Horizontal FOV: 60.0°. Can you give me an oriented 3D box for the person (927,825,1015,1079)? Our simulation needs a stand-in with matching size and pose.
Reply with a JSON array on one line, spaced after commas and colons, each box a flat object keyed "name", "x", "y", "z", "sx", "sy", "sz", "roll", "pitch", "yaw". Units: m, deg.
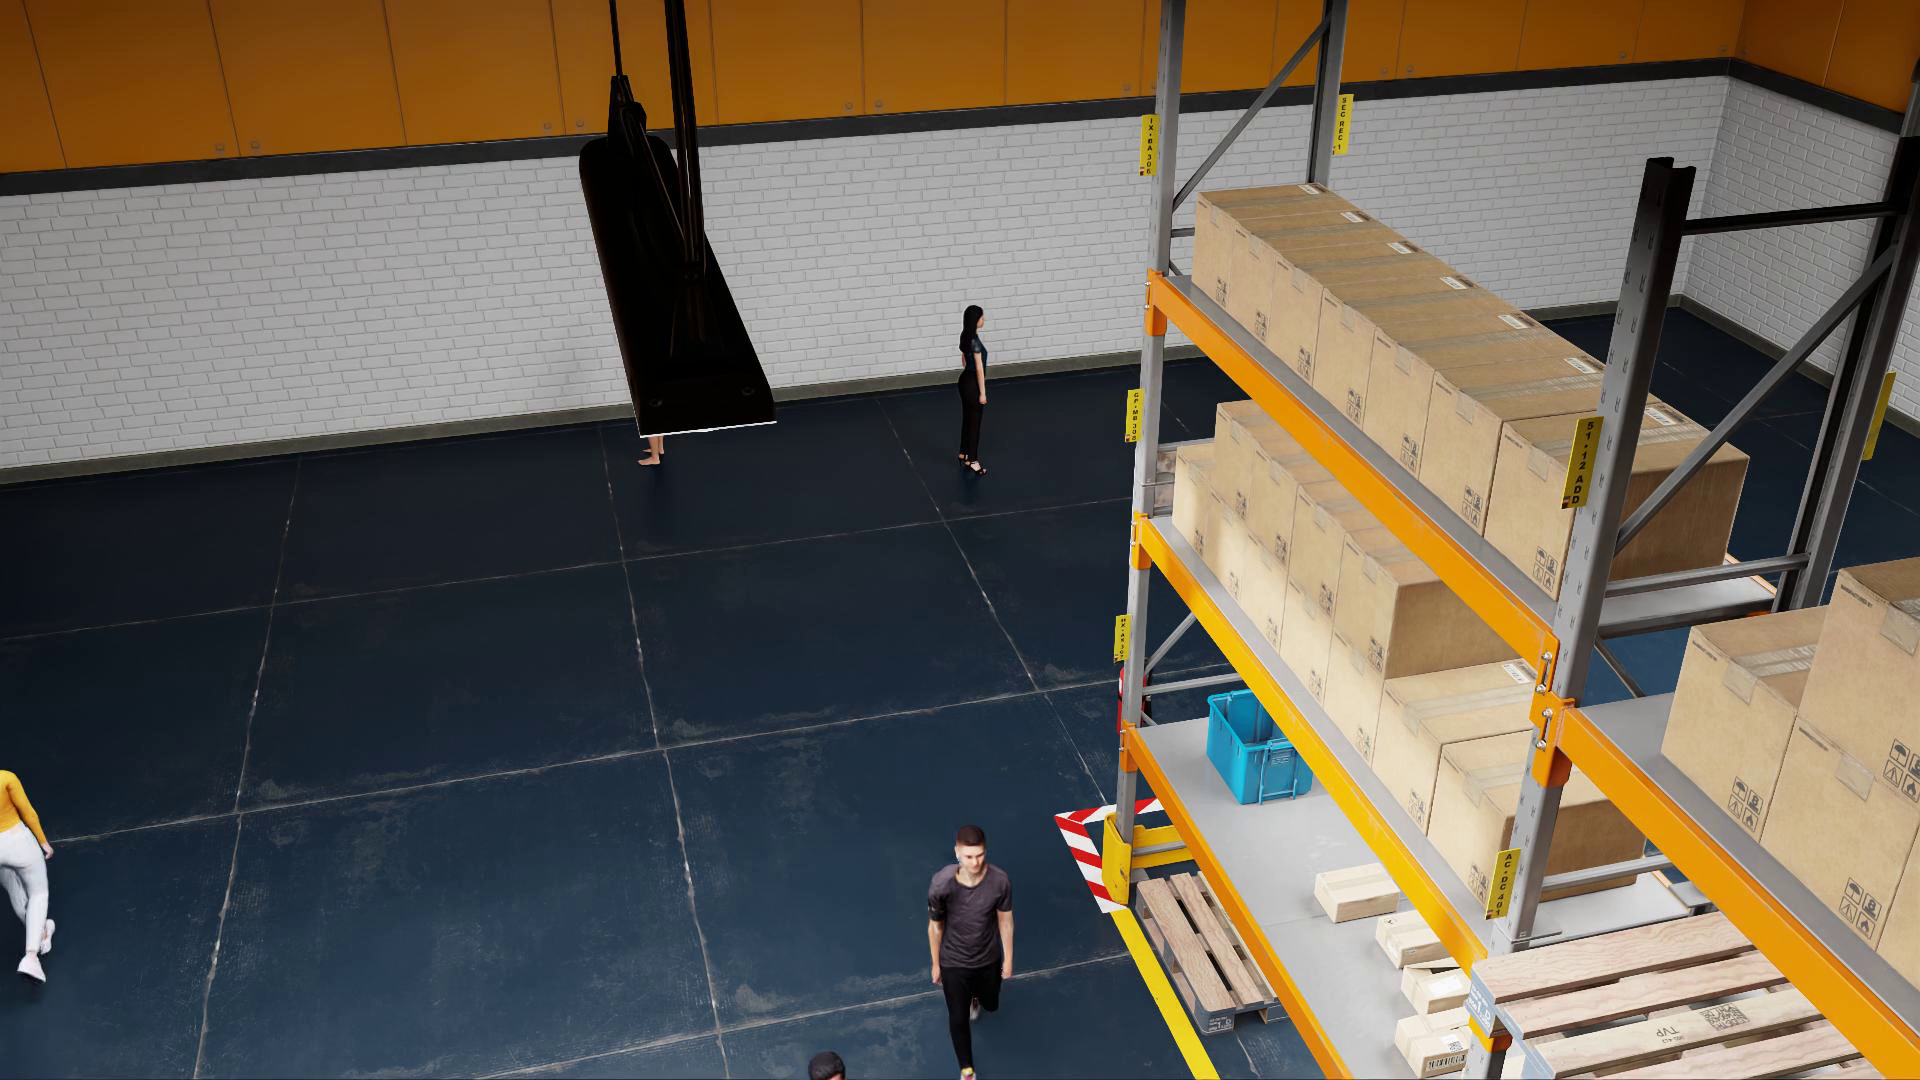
[{"name": "person", "x": 0.053, "y": 2.290, "z": 9.393, "sx": 0.706, "sy": 1.749, "sz": 1.018, "roll": -4, "pitch": 29, "yaw": -7}]

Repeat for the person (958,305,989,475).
[{"name": "person", "x": 0.125, "y": -1.488, "z": 16.332, "sx": 0.640, "sy": 1.736, "sz": 0.452, "roll": -10, "pitch": 30, "yaw": -18}]

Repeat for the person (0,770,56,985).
[{"name": "person", "x": -5.762, "y": 1.938, "z": 10.053, "sx": 0.598, "sy": 1.734, "sz": 1.011, "roll": -9, "pitch": 30, "yaw": -16}]
